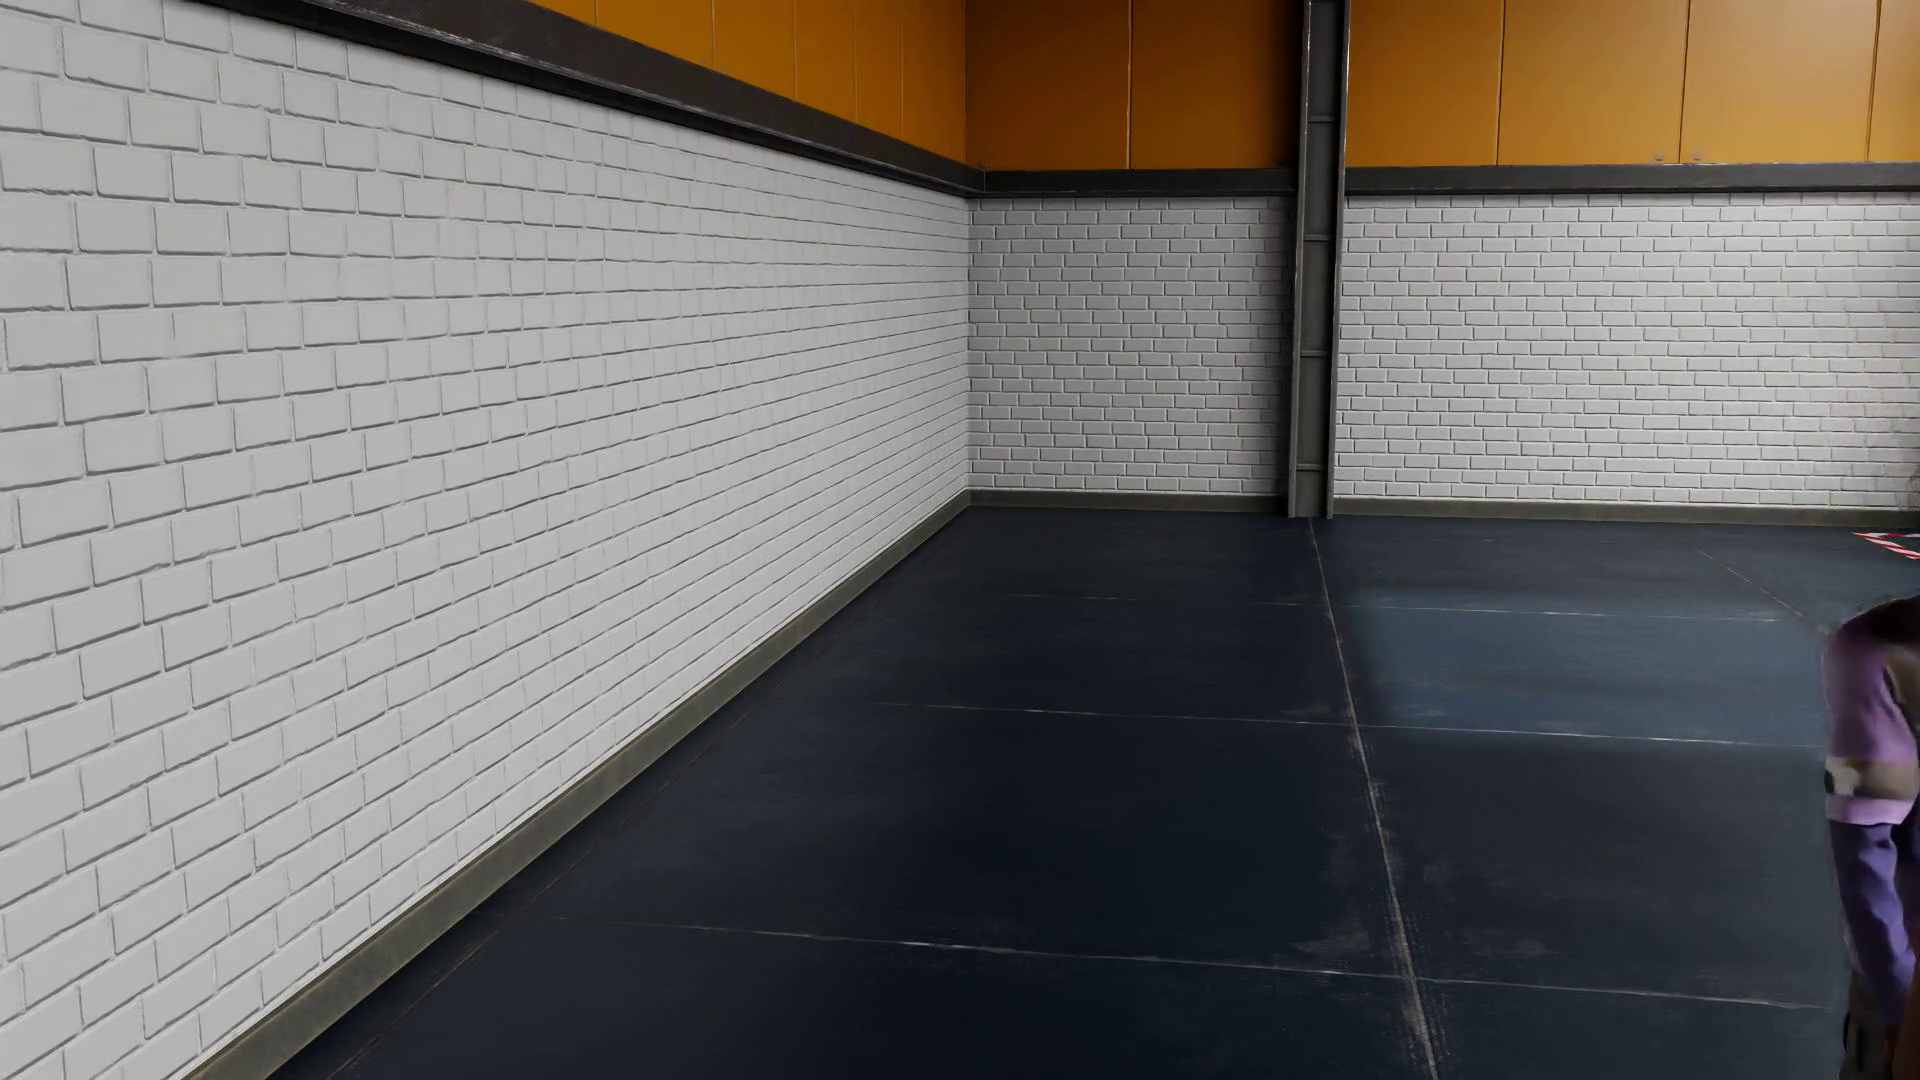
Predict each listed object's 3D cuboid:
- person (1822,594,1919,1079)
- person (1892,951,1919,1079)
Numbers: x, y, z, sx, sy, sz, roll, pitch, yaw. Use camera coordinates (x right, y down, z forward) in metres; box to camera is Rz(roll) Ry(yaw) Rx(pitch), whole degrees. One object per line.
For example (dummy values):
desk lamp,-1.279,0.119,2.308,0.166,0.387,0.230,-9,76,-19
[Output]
person,1.816,0.765,2.892,0.611,1.979,1.069,2,9,10
person,1.667,0.909,2.419,0.468,1.864,0.813,-5,11,-30
